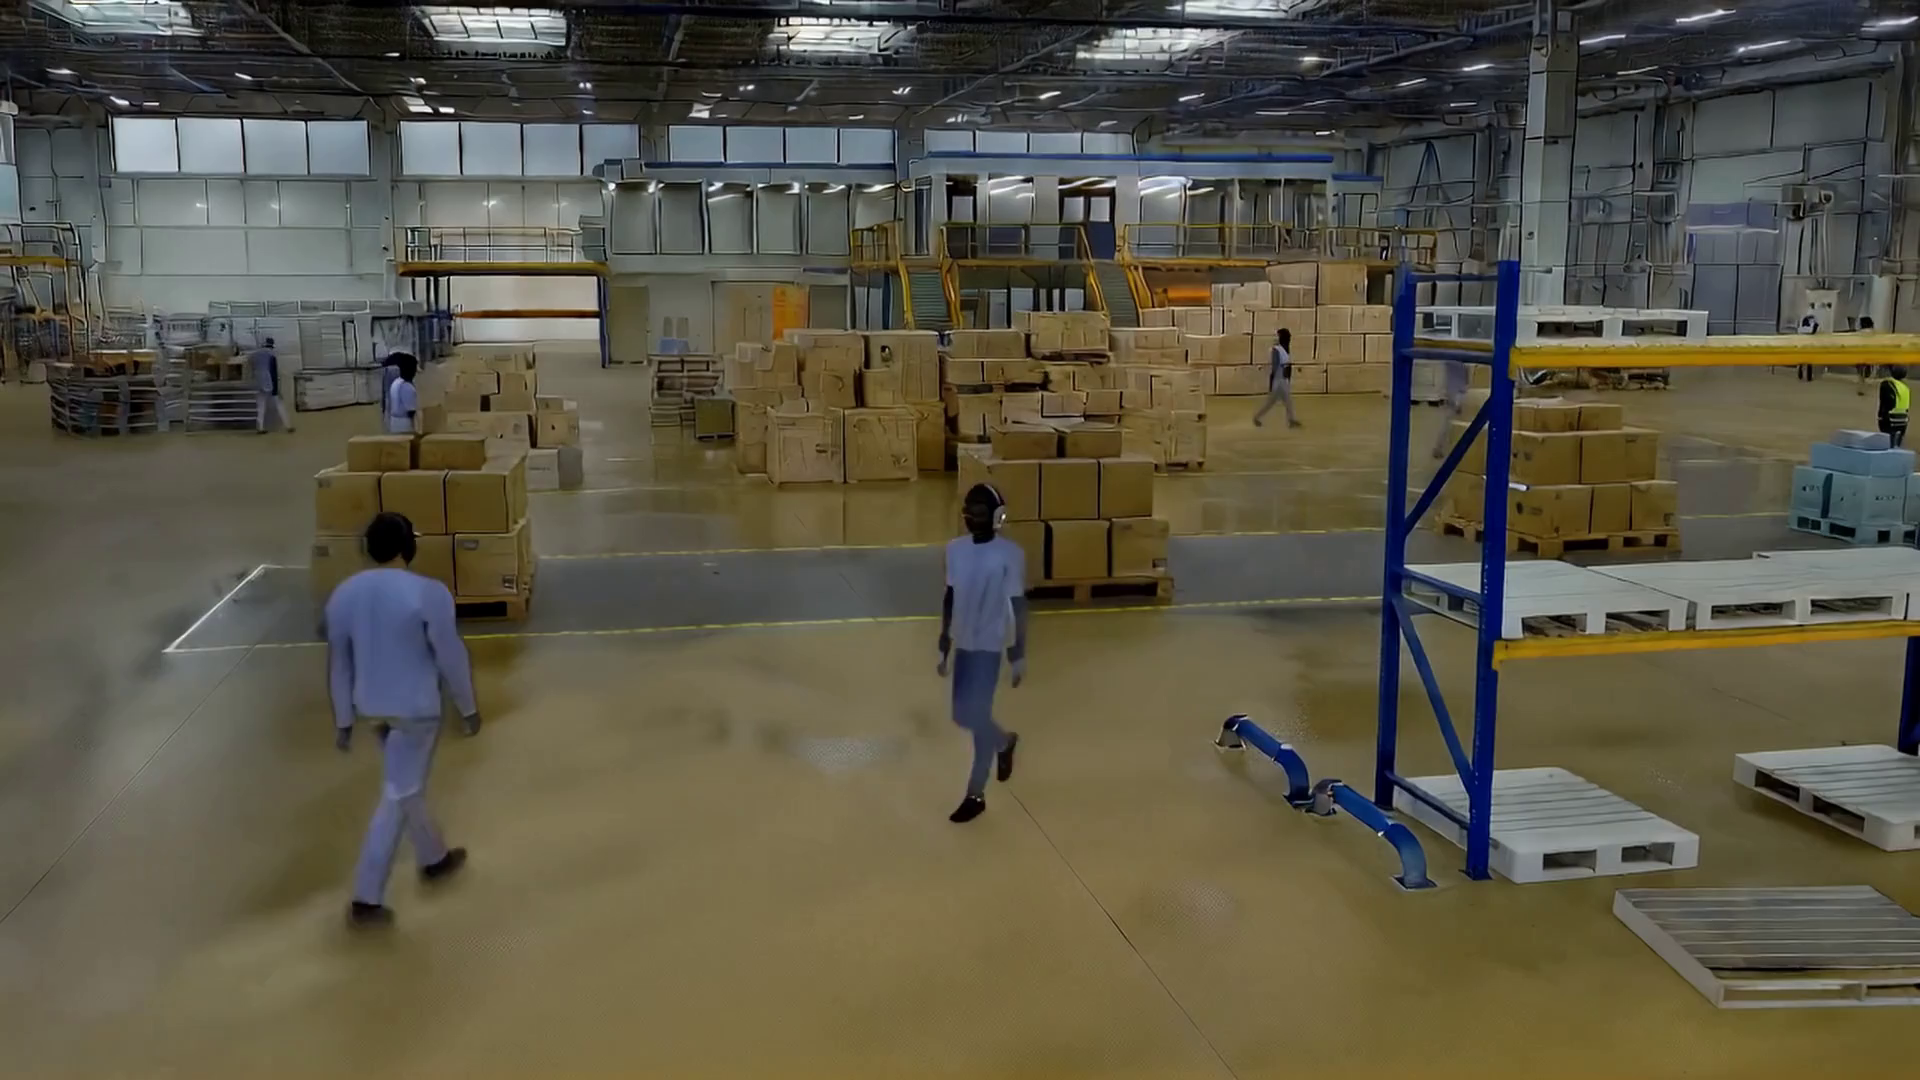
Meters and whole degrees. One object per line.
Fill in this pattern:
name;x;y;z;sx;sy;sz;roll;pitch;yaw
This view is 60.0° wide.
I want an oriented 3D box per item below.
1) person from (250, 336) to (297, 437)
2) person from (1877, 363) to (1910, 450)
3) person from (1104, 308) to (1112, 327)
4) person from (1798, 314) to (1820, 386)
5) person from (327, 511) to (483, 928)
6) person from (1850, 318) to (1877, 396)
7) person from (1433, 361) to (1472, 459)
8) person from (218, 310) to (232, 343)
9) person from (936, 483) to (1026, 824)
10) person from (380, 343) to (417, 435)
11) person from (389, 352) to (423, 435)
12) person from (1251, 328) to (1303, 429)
person;-12.283;-2.741;29.686;0.581;1.780;0.868;3;10;20
person;11.974;-1.425;21.340;0.576;1.885;0.355;-8;12;-40
person;3.848;-5.080;43.454;0.543;1.939;0.360;8;12;41
person;21.391;-4.782;41.970;0.535;1.823;0.571;4;10;25
person;-2.626;0.805;7.764;0.636;1.894;1.031;3;10;20
person;21.118;-4.273;38.865;0.530;1.836;0.918;2;9;10
person;7.830;-2.184;25.913;0.992;1.893;0.635;9;13;43
person;-21.812;-5.973;49.543;0.470;1.725;0.508;-2;9;-10
person;0.136;0.585;9.178;0.523;1.855;0.699;6;11;34
person;-8.386;-2.001;24.862;0.572;1.890;0.978;-1;9;-5
person;-6.812;-1.332;20.522;0.367;1.966;0.603;-8;12;-39
person;5.946;-3.024;31.106;0.929;1.885;0.591;7;12;37
